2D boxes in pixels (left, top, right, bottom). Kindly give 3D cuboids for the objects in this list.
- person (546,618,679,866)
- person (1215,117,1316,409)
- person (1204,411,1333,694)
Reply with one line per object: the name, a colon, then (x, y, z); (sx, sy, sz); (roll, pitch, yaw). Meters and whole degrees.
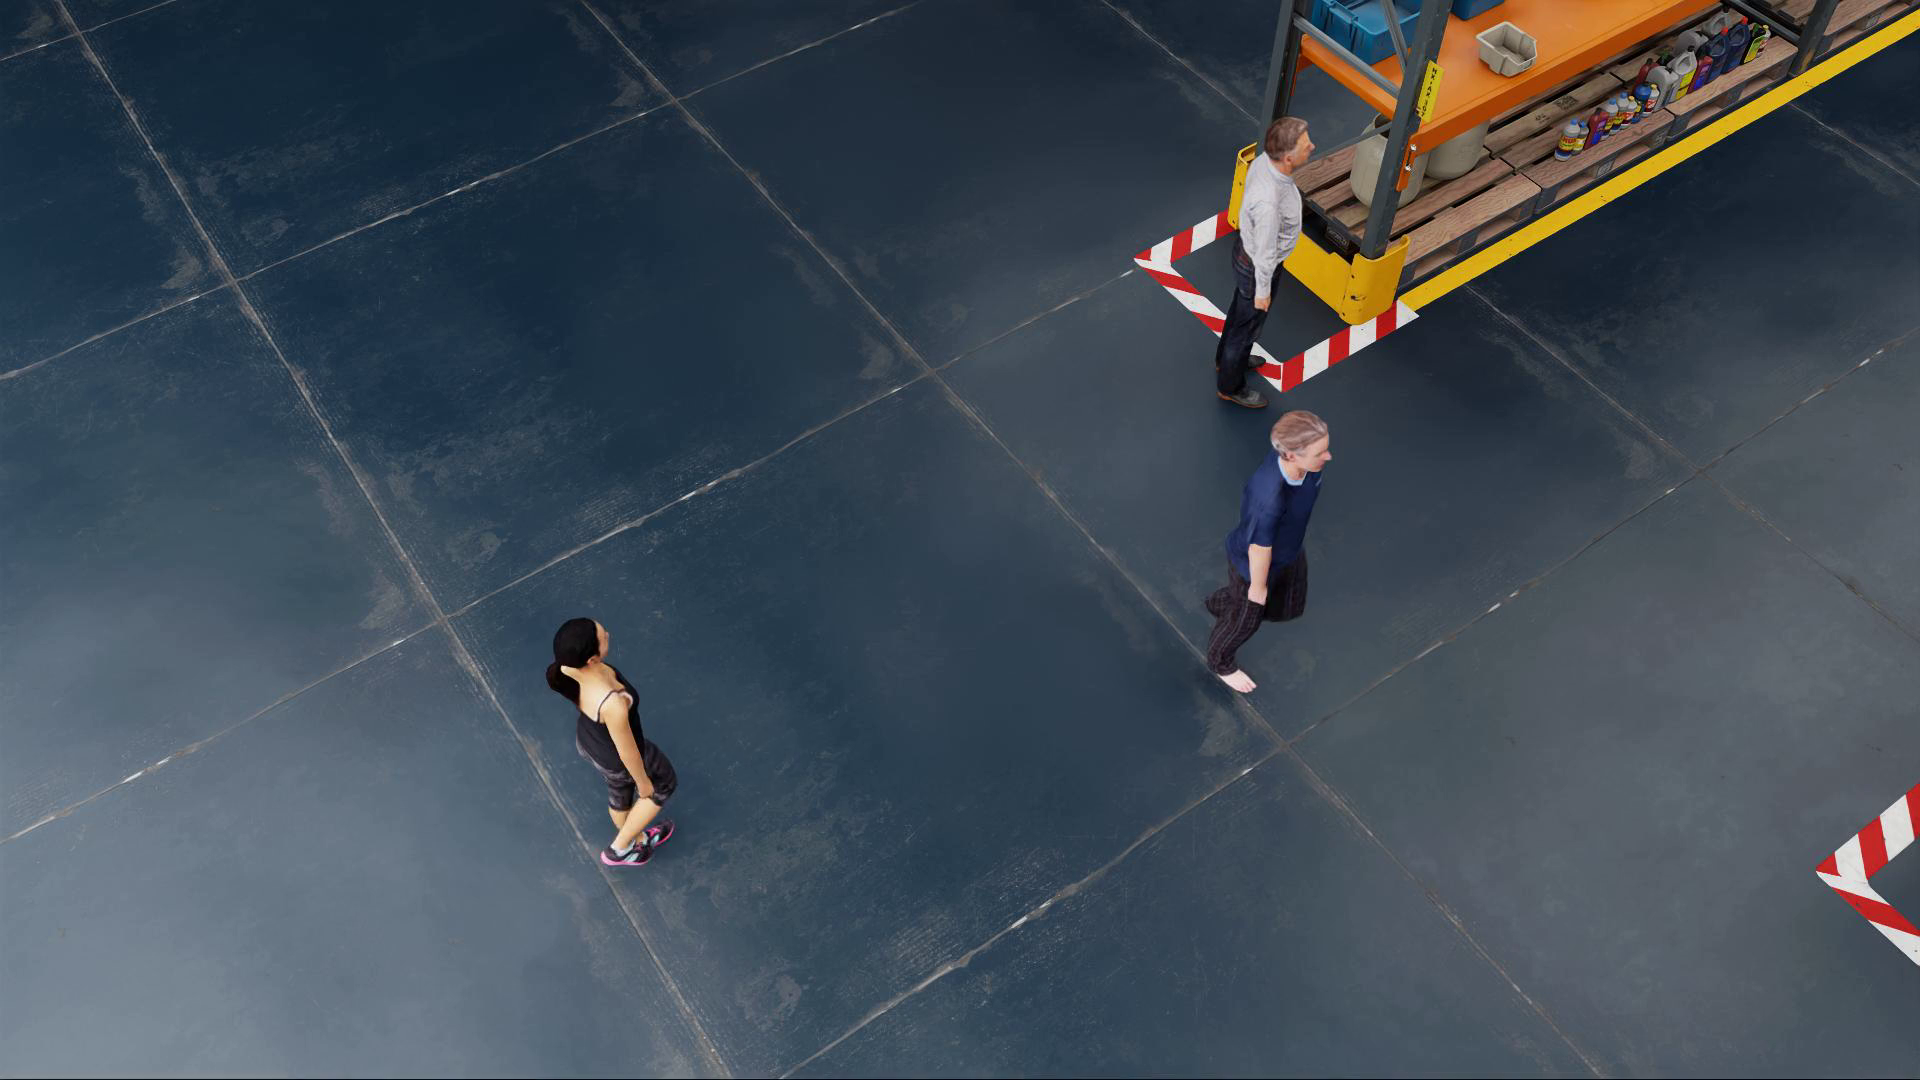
person: (-1.503, 0.926, 6.922); (0.682, 1.721, 0.642); (-38, 61, -25)
person: (1.574, -1.469, 8.714); (0.779, 1.819, 0.735); (5, 52, 4)
person: (1.299, 0.020, 7.541); (0.799, 1.851, 0.738); (37, 61, 25)
